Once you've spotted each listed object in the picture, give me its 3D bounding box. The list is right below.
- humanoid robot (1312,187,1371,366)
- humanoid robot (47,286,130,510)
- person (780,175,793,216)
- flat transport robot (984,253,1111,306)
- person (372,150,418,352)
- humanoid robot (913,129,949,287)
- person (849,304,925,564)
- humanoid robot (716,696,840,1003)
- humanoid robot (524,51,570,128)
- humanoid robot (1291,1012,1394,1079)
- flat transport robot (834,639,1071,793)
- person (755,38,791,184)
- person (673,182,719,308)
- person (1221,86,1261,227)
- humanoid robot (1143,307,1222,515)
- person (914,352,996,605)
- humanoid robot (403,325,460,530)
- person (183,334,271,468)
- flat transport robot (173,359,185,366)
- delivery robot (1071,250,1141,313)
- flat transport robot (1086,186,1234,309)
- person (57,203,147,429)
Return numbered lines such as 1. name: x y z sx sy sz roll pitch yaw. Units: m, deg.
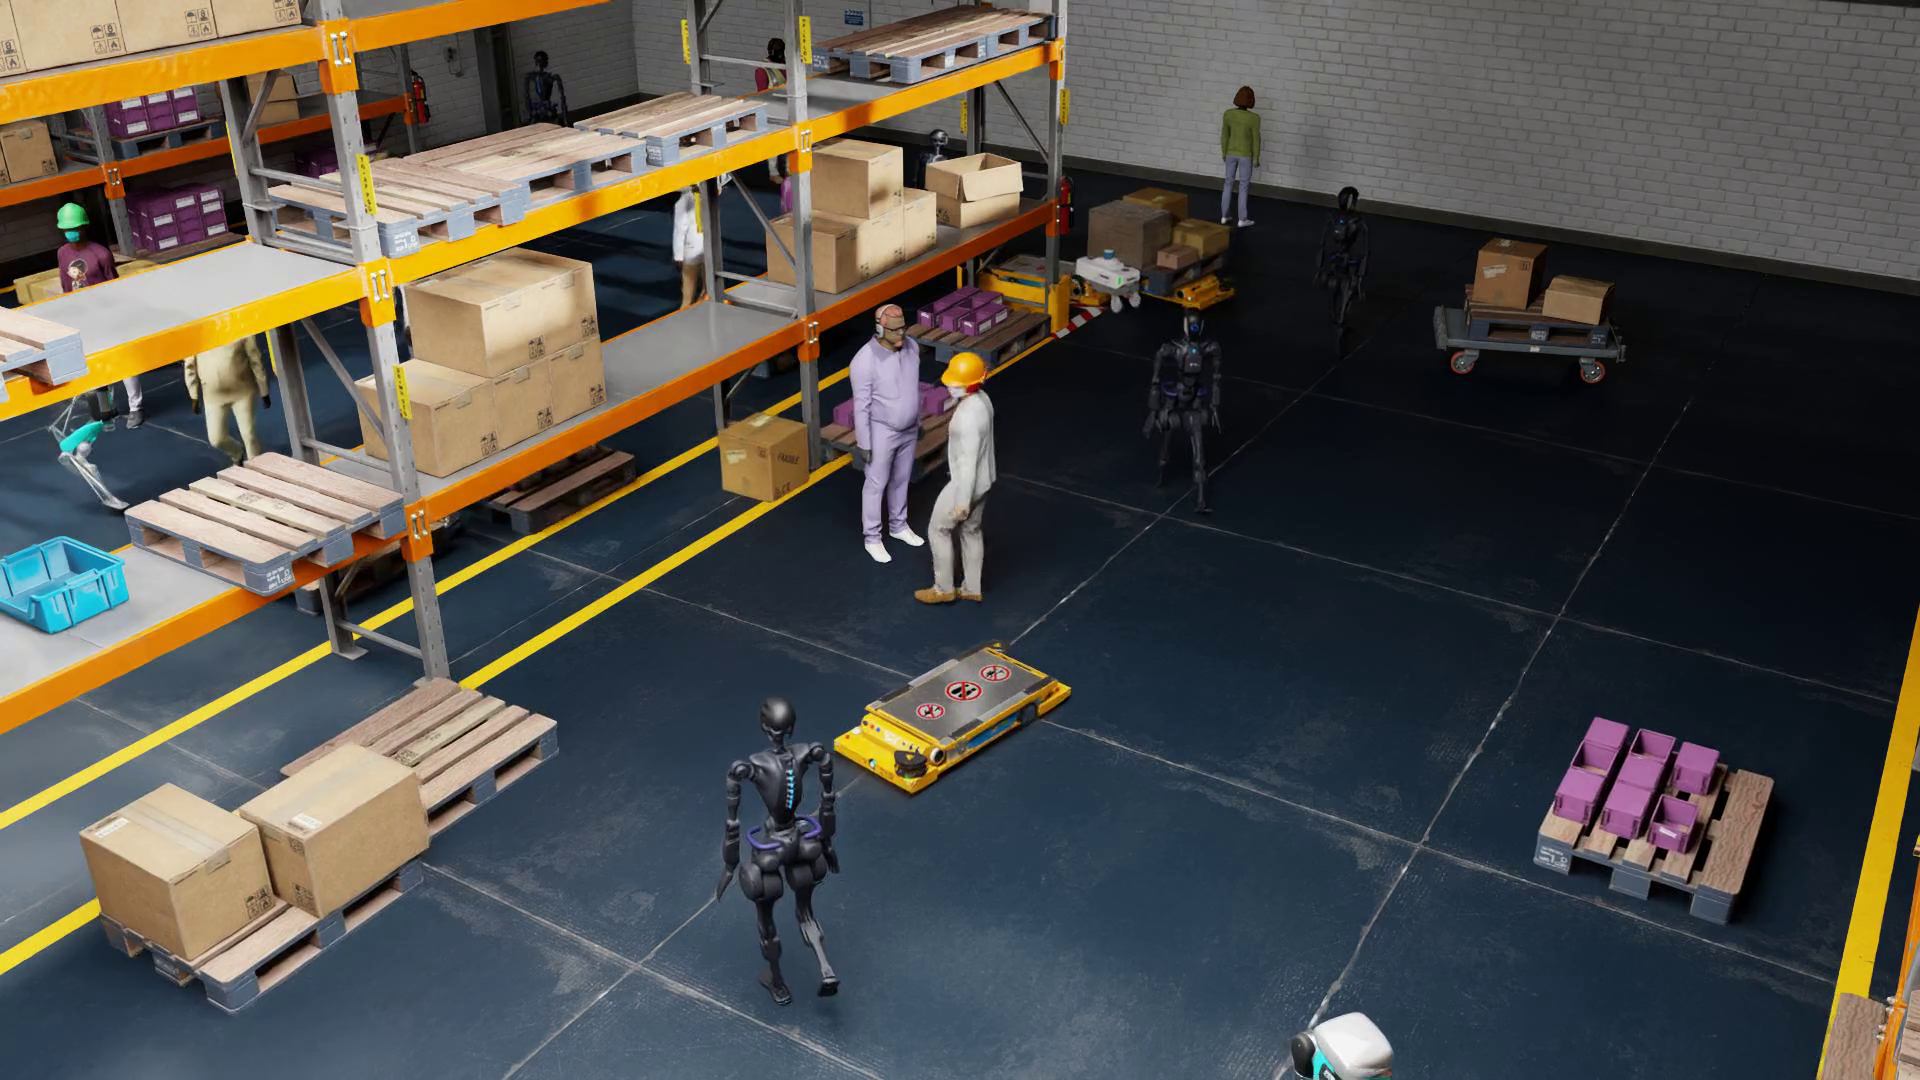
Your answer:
1. humanoid robot: 3.642 -2.526 15.650 0.586 1.632 0.705 23 35 37
2. humanoid robot: -6.629 -0.993 12.547 0.721 1.808 0.551 -13 29 -23
3. person: -1.529 -2.942 16.267 0.538 1.828 0.452 11 29 21
4. flat transport robot: 0.986 -2.768 17.653 1.431 0.231 0.659 16 31 28
5. person: -5.328 -2.696 15.675 0.665 1.930 0.463 -2 27 -4
6. humanoid robot: -0.313 -3.498 17.535 0.610 1.647 0.461 19 32 32
7. person: -0.481 -0.778 11.924 0.406 1.905 0.651 22 34 36
8. humanoid robot: -0.811 1.498 7.696 0.607 1.644 0.475 -15 30 -27
9. humanoid robot: -5.352 -5.447 21.429 0.590 1.655 0.733 6 28 12
10. humanoid robot: 1.082 2.472 5.761 1.029 1.761 0.537 -14 30 -26
11. flat transport robot: -0.027 1.047 10.135 0.659 0.231 1.431 23 35 37
12. person: -2.316 -5.500 21.316 0.429 1.831 0.633 18 32 32
13. person: -2.544 -2.728 15.991 0.334 1.714 0.687 14 30 25
14. person: 3.300 -4.514 19.580 0.506 1.632 0.277 20 33 33
15. humanoid robot: 1.706 -0.984 12.631 0.609 1.618 0.792 -5 27 -10
16. person: -0.045 -0.421 11.266 0.587 1.871 0.646 10 28 18
17. humanoid robot: -3.852 -0.882 12.337 0.550 1.734 1.068 4 27 9
18. person: -5.643 -1.164 12.870 0.611 1.733 0.457 -6 28 -12
19. flat transport robot: -7.758 -1.767 15.680 1.431 0.231 0.659 -20 33 -34
20. delivery robot: 1.522 -2.717 17.210 0.499 0.573 0.759 -20 33 -34
21. flat transport robot: 2.120 -2.734 17.585 1.431 0.231 0.659 22 34 36
22. person: -7.296 -1.900 14.084 0.498 1.950 0.423 2 27 5
